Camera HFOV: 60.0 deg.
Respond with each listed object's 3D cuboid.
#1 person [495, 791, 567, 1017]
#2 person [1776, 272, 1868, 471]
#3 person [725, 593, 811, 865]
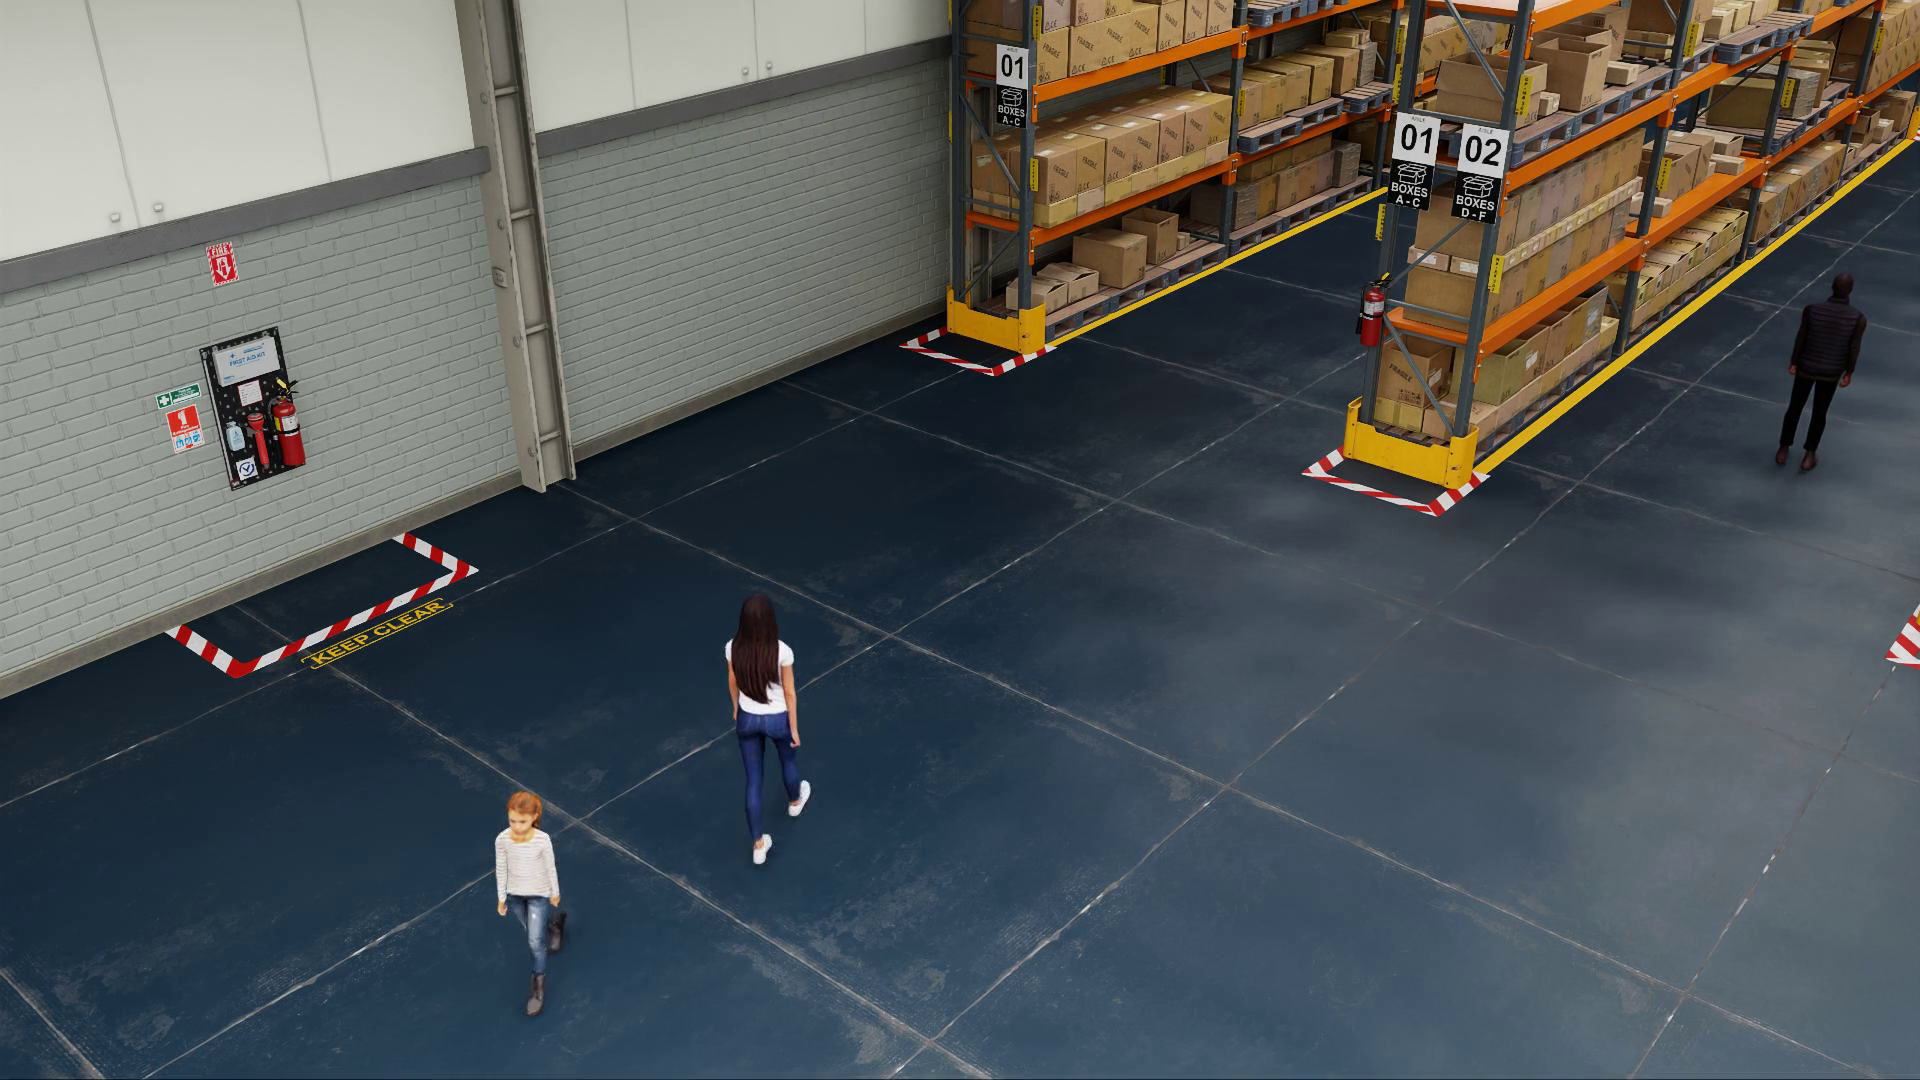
[{"bbox_3d":[-2.339,1.903,9.124,0.761,1.292,0.952,5,28,9],"label":"person"},{"bbox_3d":[7.747,-1.535,15.001,0.705,1.836,0.607,17,32,29],"label":"person"},{"bbox_3d":[-1.200,1.172,10.012,0.932,1.748,1.089,4,28,8],"label":"person"}]
